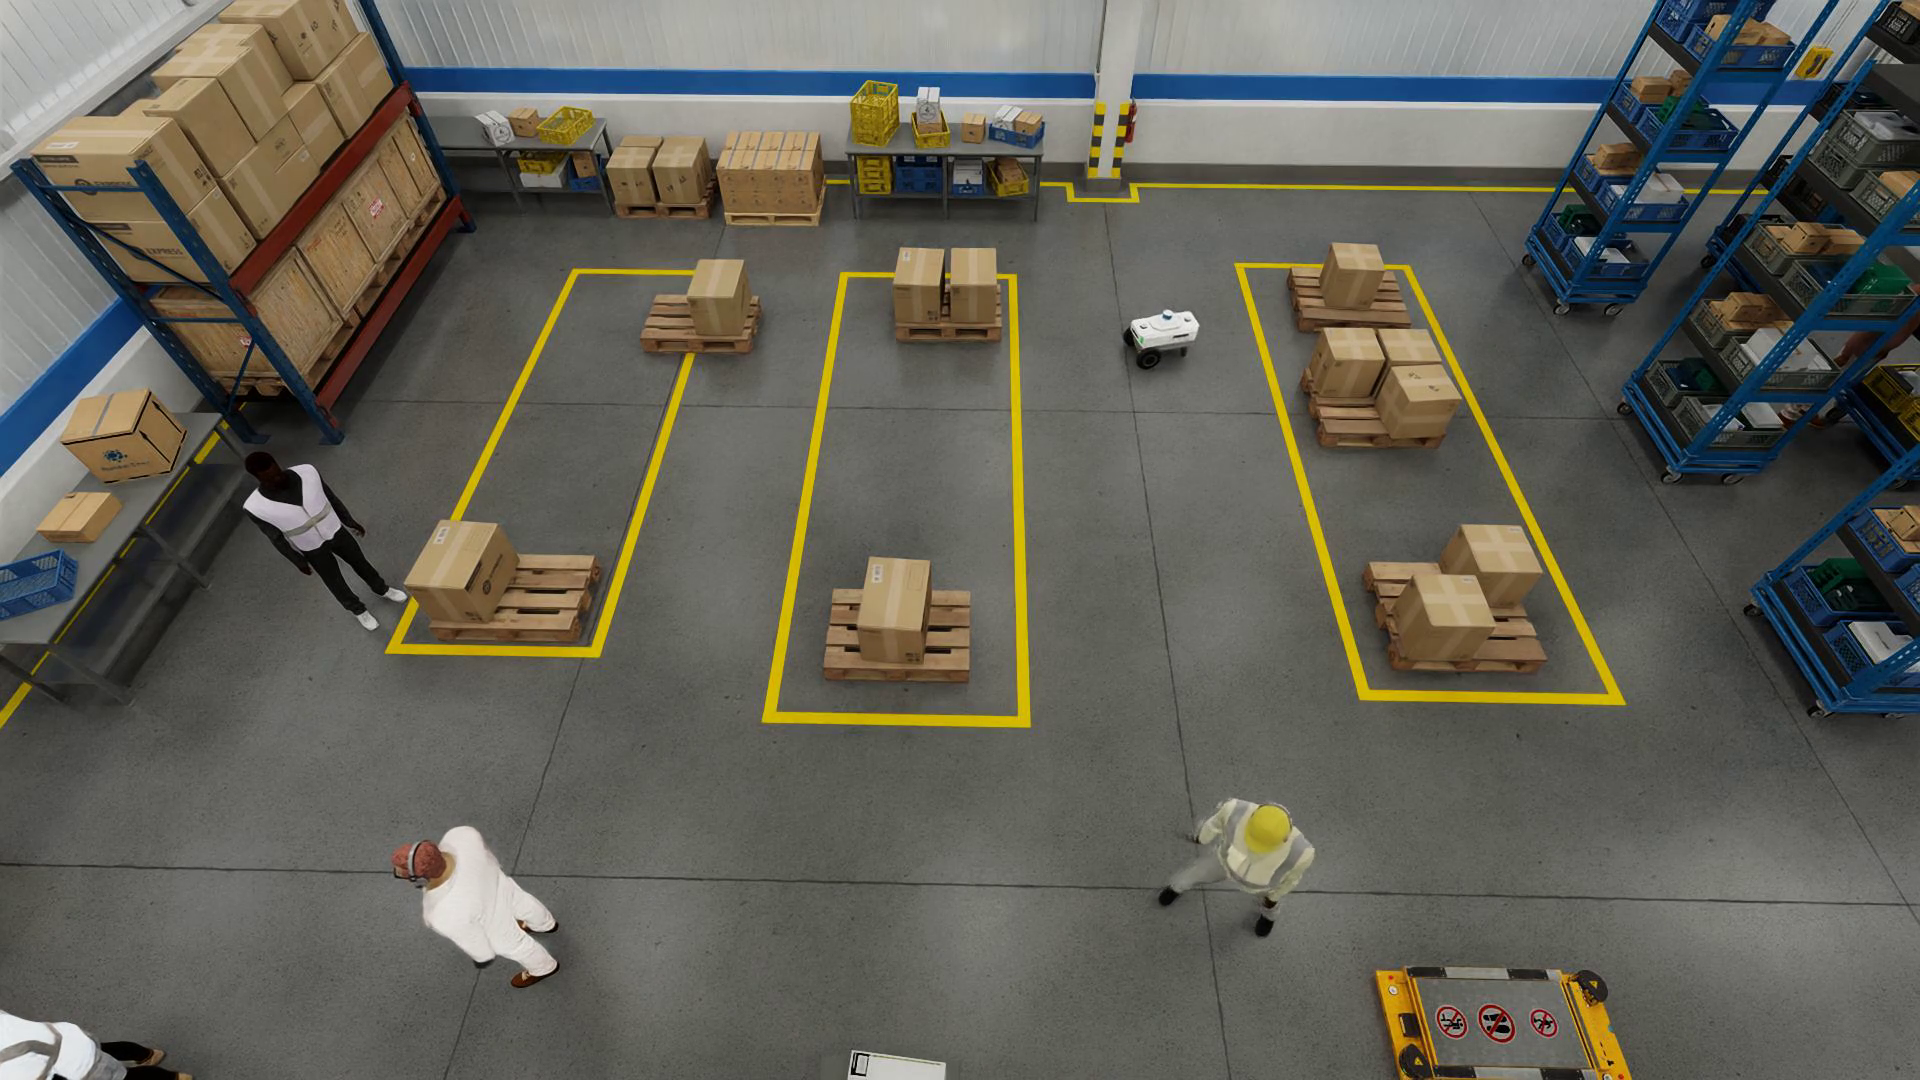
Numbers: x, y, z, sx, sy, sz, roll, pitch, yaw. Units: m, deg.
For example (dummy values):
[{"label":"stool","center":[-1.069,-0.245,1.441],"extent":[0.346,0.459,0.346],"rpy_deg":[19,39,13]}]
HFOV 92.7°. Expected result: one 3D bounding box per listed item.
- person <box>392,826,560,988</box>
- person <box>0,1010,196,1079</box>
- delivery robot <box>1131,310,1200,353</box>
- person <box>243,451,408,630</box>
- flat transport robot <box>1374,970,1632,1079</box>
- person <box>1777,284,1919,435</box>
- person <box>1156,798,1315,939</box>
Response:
[{"label":"person","center":[-2.917,2.255,5.582],"extent":[0.404,1.910,0.636],"rpy_deg":[-10,51,-8]},{"label":"person","center":[-5.082,2.936,5.168],"extent":[0.534,1.686,0.321],"rpy_deg":[25,55,19]},{"label":"delivery robot","center":[2.257,-2.310,10.111],"extent":[0.707,0.478,0.477],"rpy_deg":[-11,52,-9]},{"label":"person","center":[-5.174,-0.018,7.428],"extent":[0.391,1.920,0.593],"rpy_deg":[21,54,16]},{"label":"flat transport robot","center":[3.501,3.133,5.914],"extent":[1.431,0.197,0.652],"rpy_deg":[1,51,1]},{"label":"person","center":[8.811,-1.849,8.872],"extent":[0.622,1.992,0.396],"rpy_deg":[-13,52,-10]},{"label":"person","center":[1.804,2.050,5.839],"extent":[0.751,1.780,0.520],"rpy_deg":[30,57,22]}]
